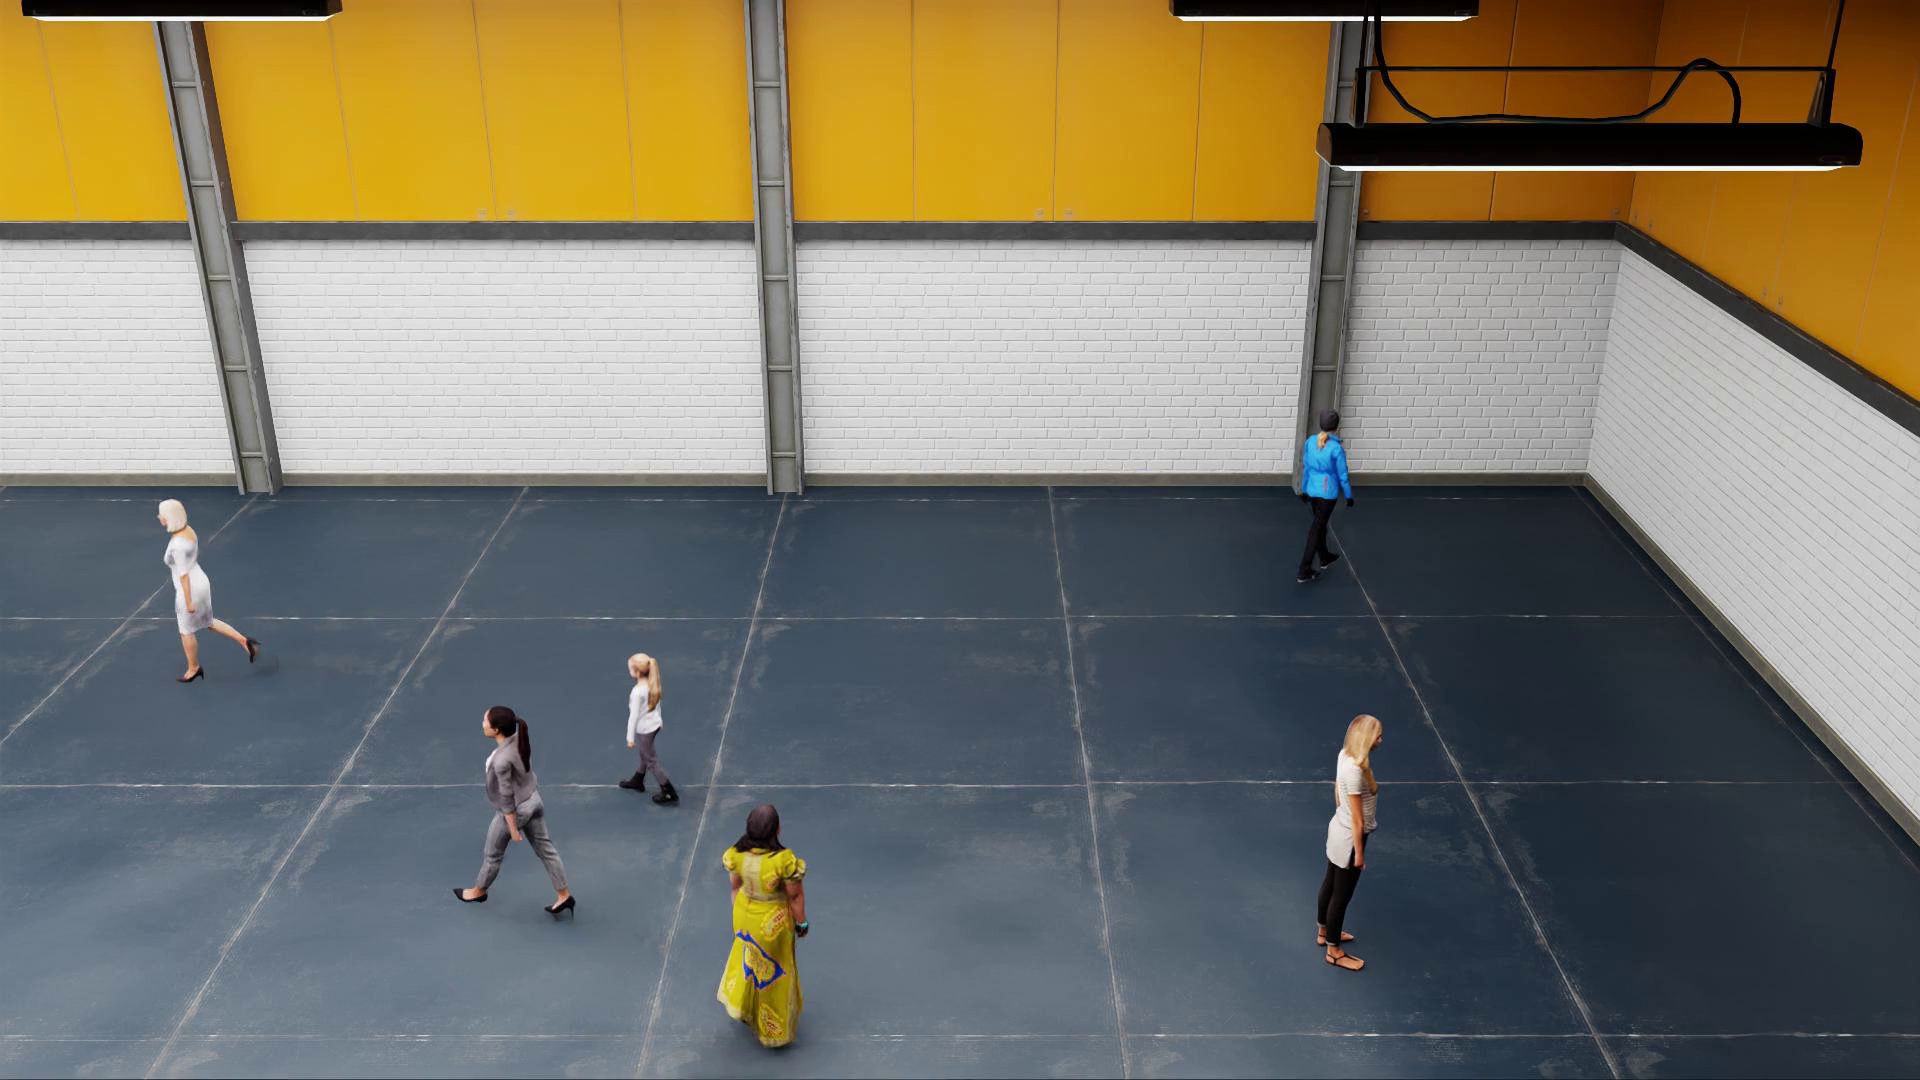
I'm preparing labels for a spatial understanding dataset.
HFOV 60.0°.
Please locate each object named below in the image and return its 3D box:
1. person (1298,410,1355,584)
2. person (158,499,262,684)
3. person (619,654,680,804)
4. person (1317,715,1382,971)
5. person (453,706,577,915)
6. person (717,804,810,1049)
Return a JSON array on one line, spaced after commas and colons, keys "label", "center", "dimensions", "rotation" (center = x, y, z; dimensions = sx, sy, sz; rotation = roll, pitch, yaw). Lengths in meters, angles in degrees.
[{"label": "person", "center": [3.516, -0.401, 16.390], "dimensions": [1.018, 1.777, 0.900], "rotation": [-15, 28, -30]}, {"label": "person", "center": [-6.614, 0.444, 14.519], "dimensions": [0.987, 1.728, 0.641], "rotation": [-3, 24, -7]}, {"label": "person", "center": [-2.356, 1.464, 12.771], "dimensions": [0.846, 1.259, 0.651], "rotation": [7, 25, 16]}, {"label": "person", "center": [2.540, 1.960, 10.934], "dimensions": [0.512, 1.822, 0.598], "rotation": [0, 24, 0]}, {"label": "person", "center": [-2.931, 1.892, 11.342], "dimensions": [1.159, 1.620, 0.771], "rotation": [5, 24, 11]}, {"label": "person", "center": [-1.220, 2.393, 10.158], "dimensions": [0.897, 1.650, 1.008], "rotation": [12, 26, 25]}]
